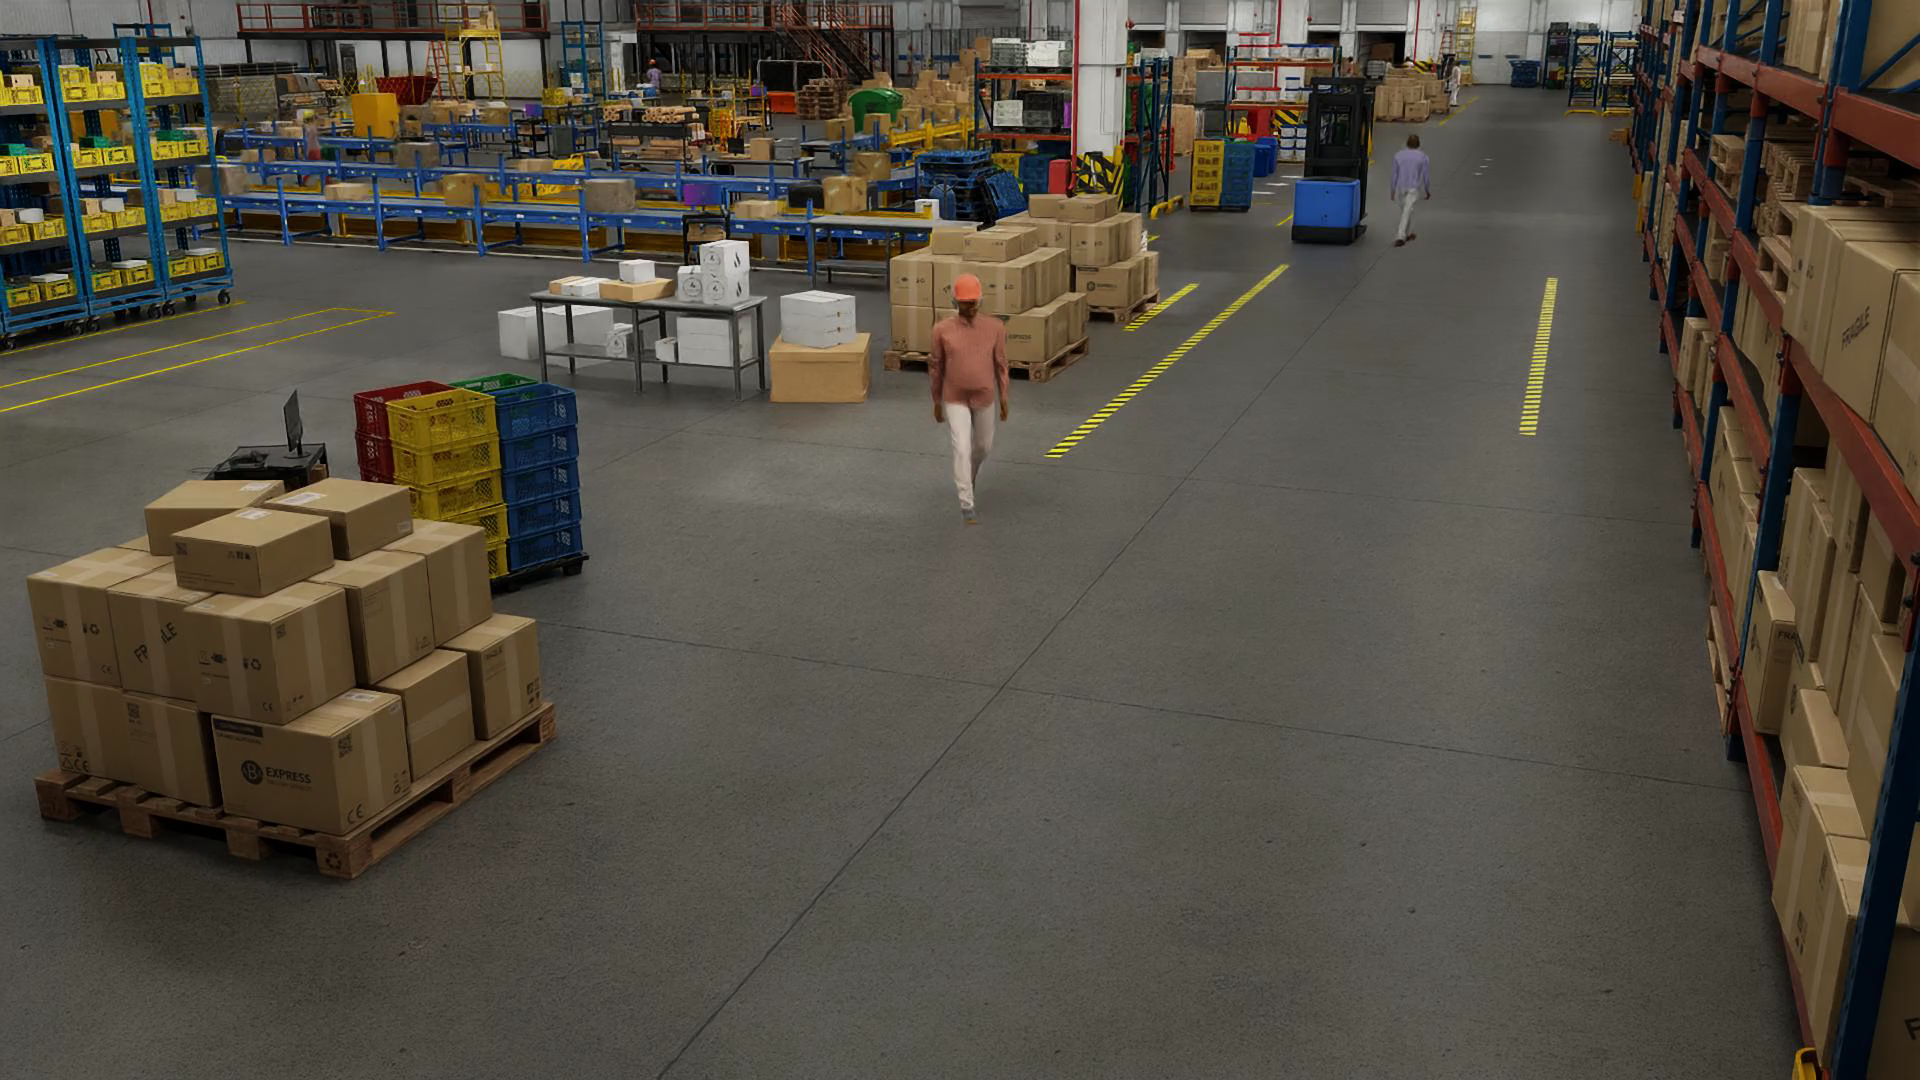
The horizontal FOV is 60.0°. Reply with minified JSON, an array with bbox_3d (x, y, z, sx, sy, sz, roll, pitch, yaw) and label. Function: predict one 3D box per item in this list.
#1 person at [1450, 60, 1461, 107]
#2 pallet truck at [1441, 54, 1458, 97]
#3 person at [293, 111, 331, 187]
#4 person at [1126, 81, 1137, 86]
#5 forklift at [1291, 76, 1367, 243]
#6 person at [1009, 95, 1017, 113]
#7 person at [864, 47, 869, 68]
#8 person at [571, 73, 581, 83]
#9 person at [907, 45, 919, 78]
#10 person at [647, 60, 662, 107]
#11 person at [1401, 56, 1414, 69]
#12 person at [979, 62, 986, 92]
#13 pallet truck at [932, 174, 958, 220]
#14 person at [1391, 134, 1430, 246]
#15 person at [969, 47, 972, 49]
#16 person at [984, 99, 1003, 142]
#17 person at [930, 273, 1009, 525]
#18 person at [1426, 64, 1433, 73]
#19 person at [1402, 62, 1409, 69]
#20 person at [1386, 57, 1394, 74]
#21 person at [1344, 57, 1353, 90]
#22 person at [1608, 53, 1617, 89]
[{"bbox_3d":[20.952,-19.275,70.256,0.373,1.935,0.628,-1,18,-4],"label":"person"},{"bbox_3d":[22.765,-21.886,78.355,0.823,1.965,1.885,-4,18,-14],"label":"pallet truck"},{"bbox_3d":[-14.878,-8.912,38.024,0.877,1.717,0.547,-4,18,-12],"label":"person"},{"bbox_3d":[6.924,-18.371,67.736,0.536,1.740,0.702,4,18,11],"label":"person"},{"bbox_3d":[6.598,-6.755,29.381,1.129,2.768,1.873,6,19,19],"label":"forklift"},{"bbox_3d":[1.598,-11.493,46.223,0.547,1.667,0.756,7,19,22],"label":"person"},{"bbox_3d":[-5.696,-28.747,100.167,0.429,1.844,0.627,7,19,21],"label":"person"},{"bbox_3d":[-16.794,-19.976,72.623,0.633,1.859,0.593,11,21,30],"label":"person"},{"bbox_3d":[-2.891,-29.038,100.886,0.803,1.958,0.646,5,18,14],"label":"person"},{"bbox_3d":[-12.338,-18.332,67.129,0.605,2.034,0.397,-10,20,-29],"label":"person"},{"bbox_3d":[21.364,-22.198,79.591,0.625,1.844,0.429,-3,18,-10],"label":"person"},{"bbox_3d":[0.833,-17.936,65.947,0.383,1.996,0.609,-2,18,-6],"label":"person"},{"bbox_3d":[-0.507,-5.292,27.348,0.653,1.274,1.630,6,19,19],"label":"pallet truck"},{"bbox_3d":[7.811,-6.075,28.880,0.643,1.888,1.043,13,22,36],"label":"person"},{"bbox_3d":[0.553,-27.525,96.186,0.376,1.928,0.542,13,22,36],"label":"person"},{"bbox_3d":[0.912,-10.400,42.554,0.592,1.821,0.428,7,19,21],"label":"person"},{"bbox_3d":[0.066,-1.167,13.299,0.619,1.975,0.806,-3,18,-9],"label":"person"},{"bbox_3d":[19.279,-18.697,68.595,0.842,1.841,0.532,-3,18,-9],"label":"person"},{"bbox_3d":[19.905,-20.506,74.467,0.485,1.730,0.452,-11,21,-30],"label":"person"},{"bbox_3d":[19.704,-21.186,76.332,0.424,1.898,0.735,-1,18,-2],"label":"person"},{"bbox_3d":[20.012,-24.007,85.555,0.340,1.668,0.580,0,18,1],"label":"person"},{"bbox_3d":[33.261,-23.889,84.831,0.494,1.886,0.679,-1,18,-2],"label":"person"}]
